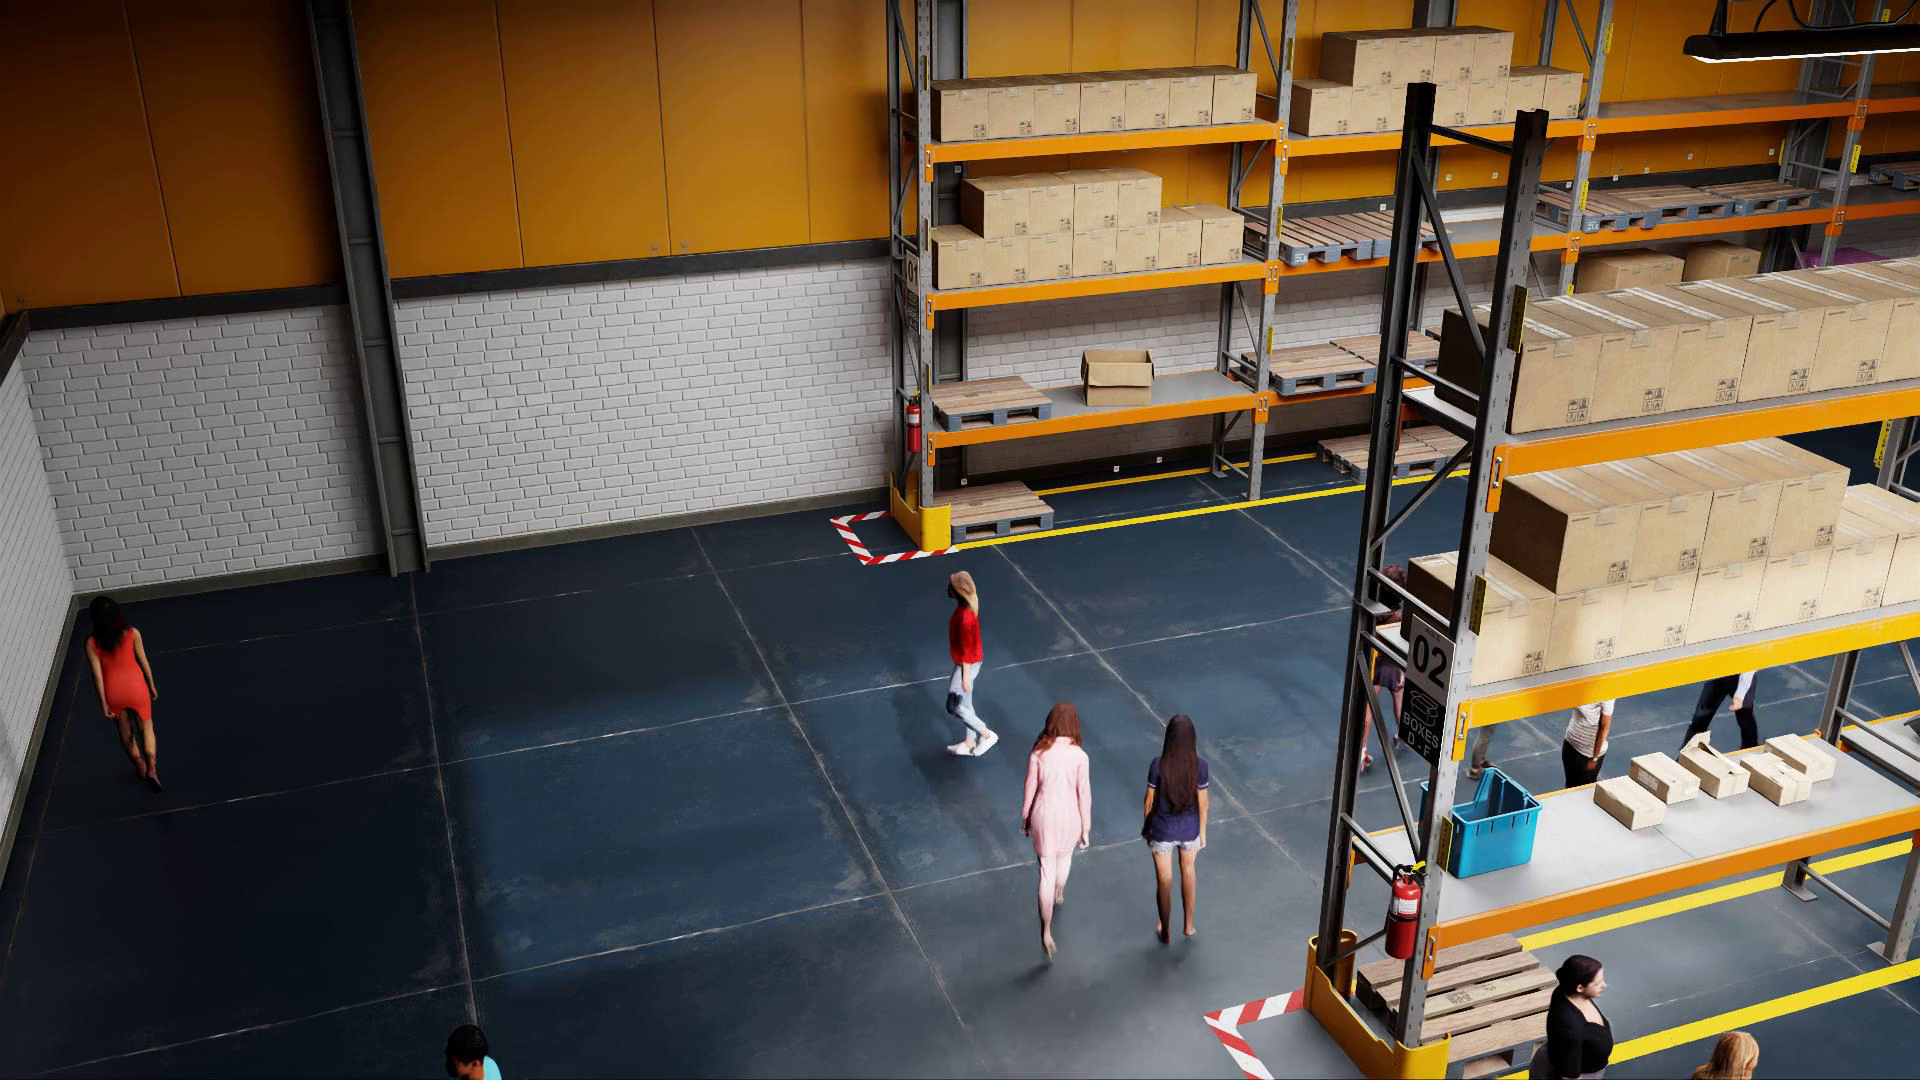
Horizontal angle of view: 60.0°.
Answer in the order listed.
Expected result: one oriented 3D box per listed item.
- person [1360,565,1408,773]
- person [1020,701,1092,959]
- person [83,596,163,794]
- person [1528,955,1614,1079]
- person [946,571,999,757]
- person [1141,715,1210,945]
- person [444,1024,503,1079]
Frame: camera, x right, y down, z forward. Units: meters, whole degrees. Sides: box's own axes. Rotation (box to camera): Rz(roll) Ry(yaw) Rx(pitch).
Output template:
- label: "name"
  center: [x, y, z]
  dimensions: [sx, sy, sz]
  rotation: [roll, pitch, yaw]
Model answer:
- label: "person"
  center: [3.398, 1.082, 13.517]
  dimensions: [0.850, 1.760, 1.035]
  rotation: [19, 30, 36]
- label: "person"
  center: [0.649, 2.022, 11.378]
  dimensions: [1.155, 1.750, 1.045]
  rotation: [4, 24, 9]
- label: "person"
  center: [-6.603, 1.252, 13.203]
  dimensions: [0.959, 1.700, 0.753]
  rotation: [-14, 27, -28]
- label: "person"
  center: [3.280, 3.005, 9.118]
  dimensions: [0.812, 1.760, 0.775]
  rotation: [7, 25, 16]
- label: "person"
  center: [0.127, 1.050, 13.675]
  dimensions: [0.801, 1.691, 0.754]
  rotation: [3, 24, 6]
- label: "person"
  center: [1.469, 2.042, 11.327]
  dimensions: [0.625, 1.755, 0.717]
  rotation: [-2, 24, -4]
- label: "person"
  center: [-2.334, 3.224, 8.641]
  dimensions: [1.076, 1.740, 0.627]
  rotation: [-8, 25, -18]
